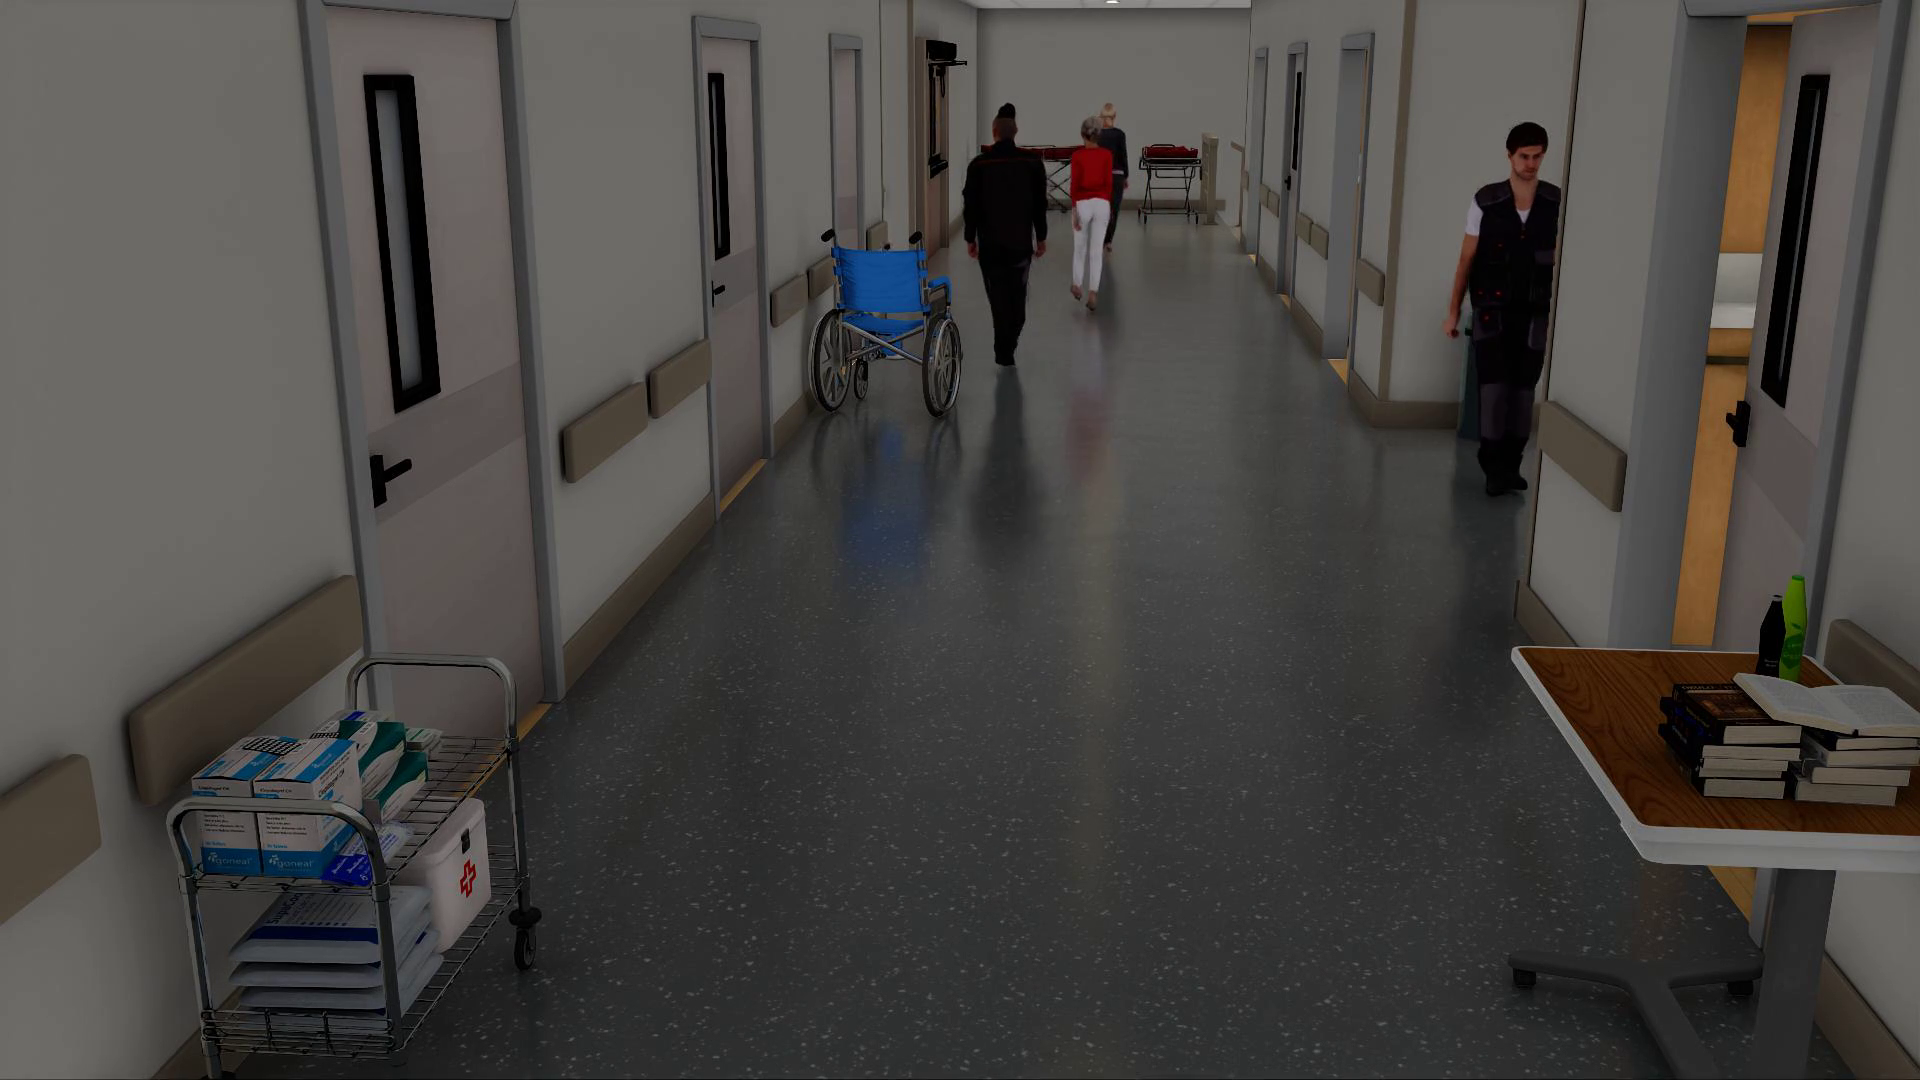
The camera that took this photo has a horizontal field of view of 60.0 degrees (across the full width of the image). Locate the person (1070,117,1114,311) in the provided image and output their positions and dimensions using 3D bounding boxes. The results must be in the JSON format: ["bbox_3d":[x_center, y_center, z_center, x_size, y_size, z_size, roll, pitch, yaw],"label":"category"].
[{"bbox_3d":[1.168,-2.837,14.642,0.648,1.652,1.121,-1,16,-2],"label":"person"}]

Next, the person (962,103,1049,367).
[{"bbox_3d":[0.336,-2.120,11.805,0.966,1.811,1.241,-3,16,-10],"label":"person"}]

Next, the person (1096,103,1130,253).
[{"bbox_3d":[1.735,-4.190,19.378,0.737,1.686,1.141,4,16,14],"label":"person"}]

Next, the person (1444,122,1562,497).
[{"bbox_3d":[2.724,-1.138,8.302,0.779,1.822,0.745,0,16,-1],"label":"person"}]
